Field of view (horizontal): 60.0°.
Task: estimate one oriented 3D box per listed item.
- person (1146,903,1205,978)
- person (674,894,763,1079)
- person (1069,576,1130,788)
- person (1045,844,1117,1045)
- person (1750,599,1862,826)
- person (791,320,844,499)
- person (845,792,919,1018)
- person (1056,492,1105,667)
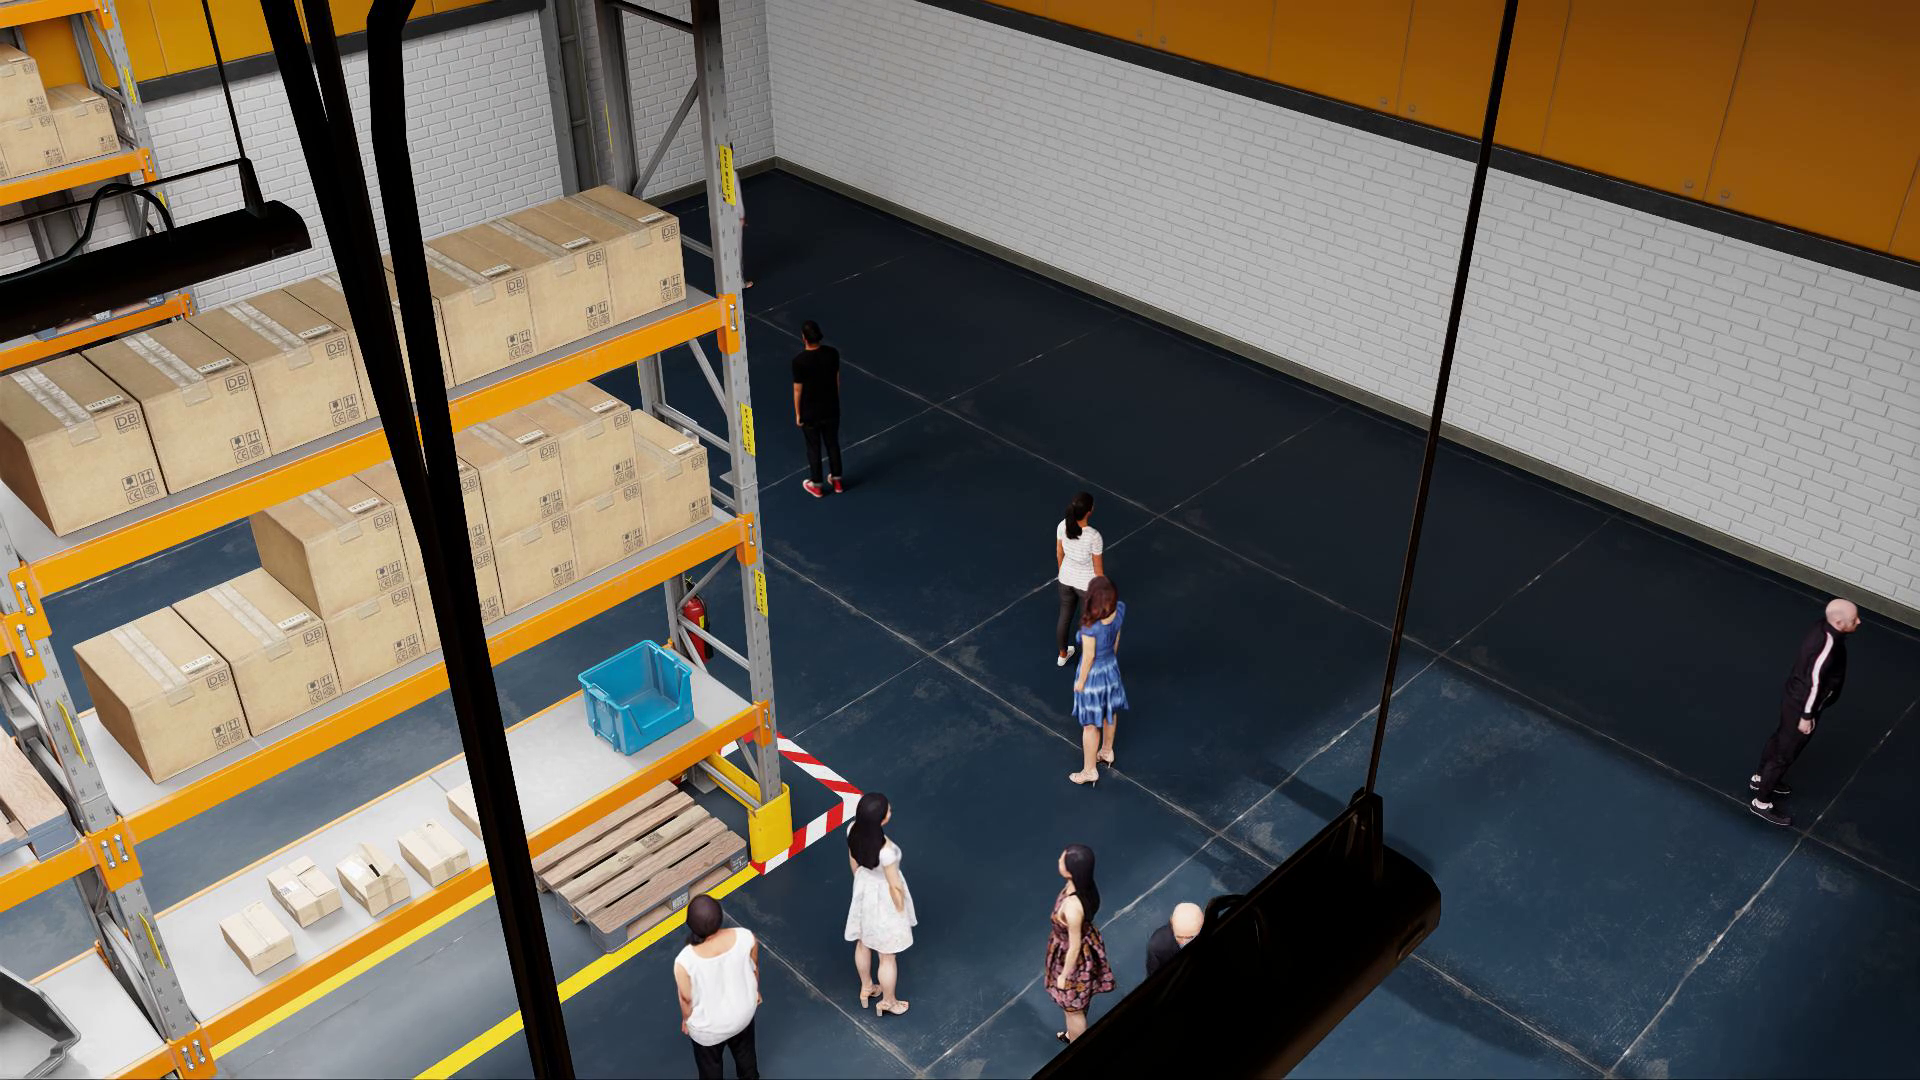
[{"bbox_3d":[1.320,2.632,9.650,0.862,1.769,0.921,-3,34,-5],"label":"person"},{"bbox_3d":[-1.410,2.688,9.639,0.632,1.687,0.780,-18,38,-25],"label":"person"},{"bbox_3d":[0.993,1.013,12.052,0.757,1.805,0.556,22,40,30],"label":"person"},{"bbox_3d":[0.668,2.476,9.879,0.856,1.774,0.776,7,34,11],"label":"person"},{"bbox_3d":[5.978,1.163,11.800,0.811,1.835,0.645,14,36,20],"label":"person"},{"bbox_3d":[-1.306,-1.218,15.457,0.600,1.751,0.744,-16,37,-22],"label":"person"},{"bbox_3d":[-0.502,2.243,10.230,0.615,1.774,0.633,-28,43,-35],"label":"person"},{"bbox_3d":[0.948,0.330,13.223,0.599,1.646,0.578,22,39,29],"label":"person"}]
